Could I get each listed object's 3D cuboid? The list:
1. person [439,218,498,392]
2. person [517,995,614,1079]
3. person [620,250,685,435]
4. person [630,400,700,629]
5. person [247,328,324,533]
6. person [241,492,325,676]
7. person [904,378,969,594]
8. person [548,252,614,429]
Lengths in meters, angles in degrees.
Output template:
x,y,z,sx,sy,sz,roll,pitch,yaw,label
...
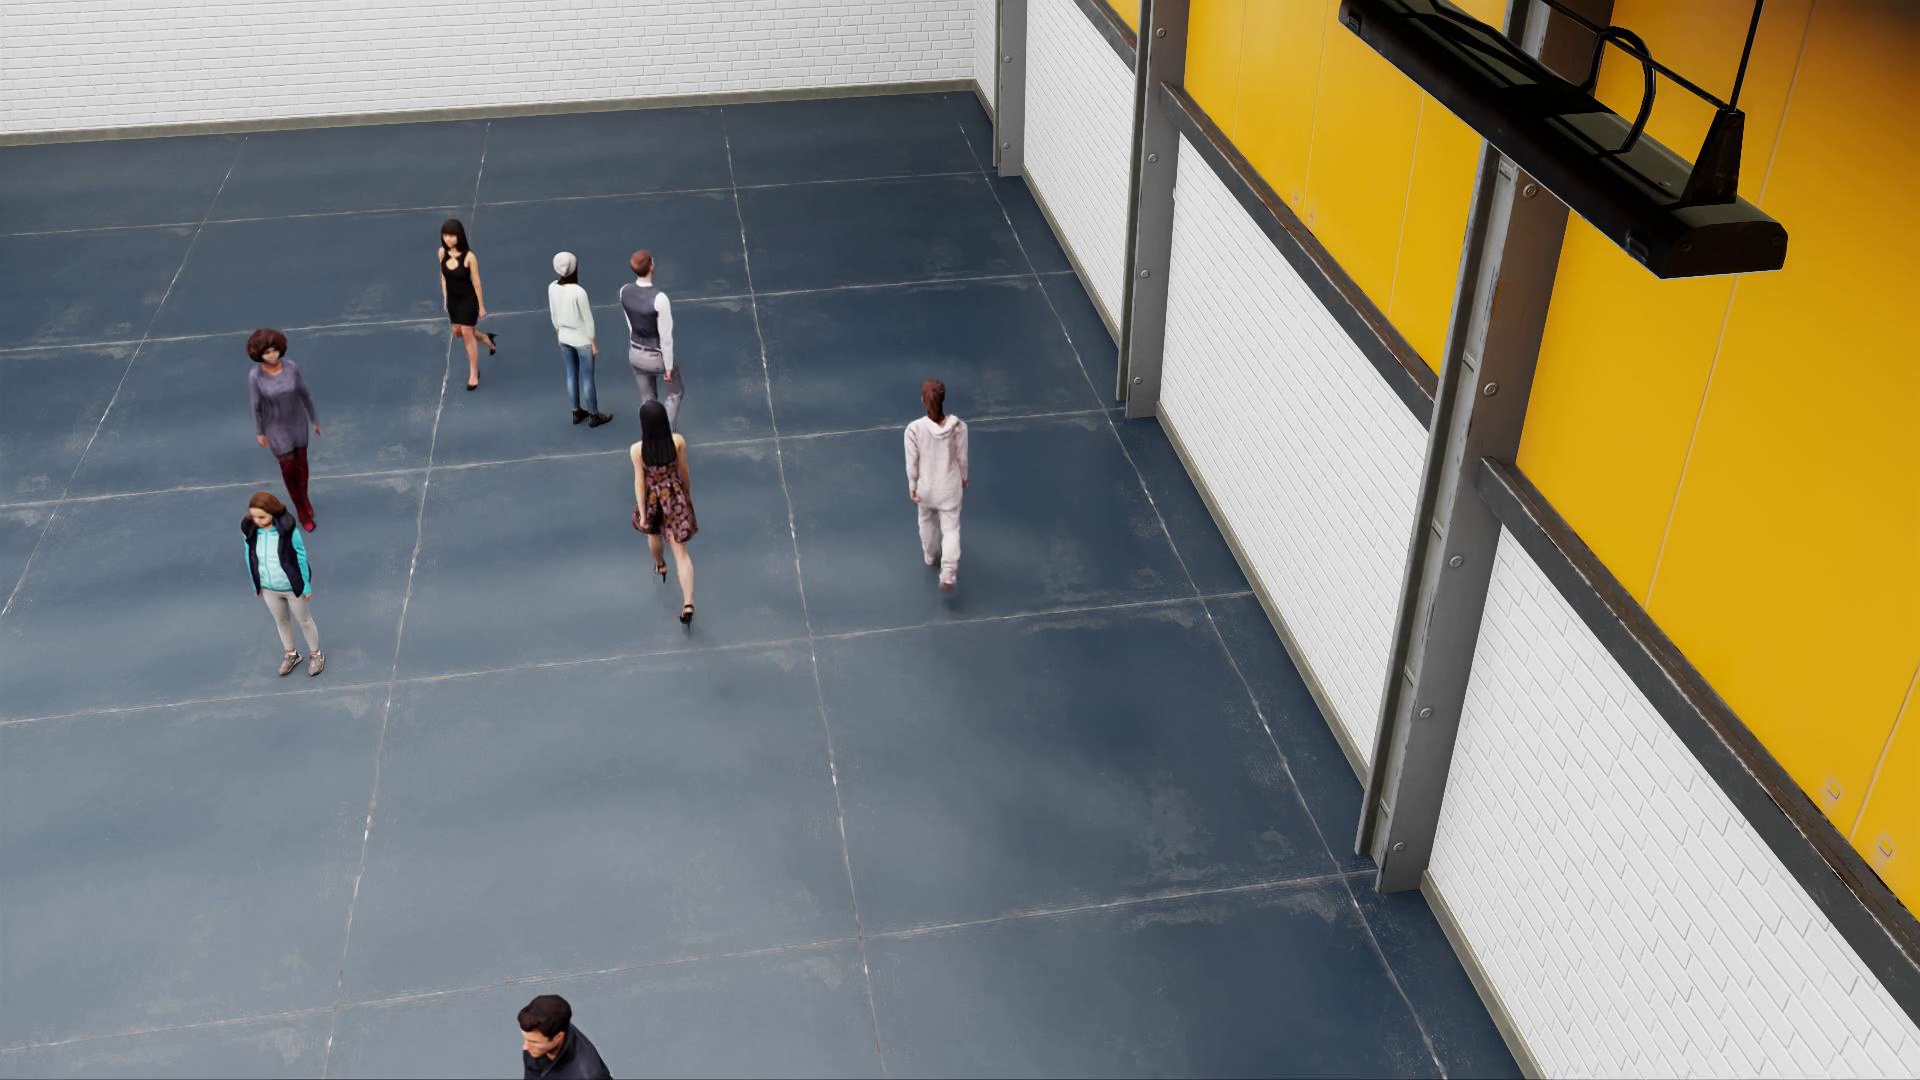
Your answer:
x,y,z,sx,sy,sz,roll,pitch,yaw,label
-4.512,-2.205,15.273,0.804,1.633,0.936,12,35,17,person
-1.729,2.719,7.602,0.937,1.924,0.811,-25,41,-32,person
-2.629,-1.502,13.953,0.795,1.923,0.833,14,36,20,person
-2.117,-0.173,12.131,0.802,1.727,1.233,-14,36,-20,person
-5.414,-0.929,13.298,0.783,1.693,0.855,-24,41,-32,person
-4.740,0.285,11.646,0.623,1.501,0.637,1,34,2,person
-0.157,-0.380,12.497,0.739,1.666,1.070,-1,34,-1,person
-3.370,-1.770,14.608,0.638,1.644,0.673,16,37,23,person
